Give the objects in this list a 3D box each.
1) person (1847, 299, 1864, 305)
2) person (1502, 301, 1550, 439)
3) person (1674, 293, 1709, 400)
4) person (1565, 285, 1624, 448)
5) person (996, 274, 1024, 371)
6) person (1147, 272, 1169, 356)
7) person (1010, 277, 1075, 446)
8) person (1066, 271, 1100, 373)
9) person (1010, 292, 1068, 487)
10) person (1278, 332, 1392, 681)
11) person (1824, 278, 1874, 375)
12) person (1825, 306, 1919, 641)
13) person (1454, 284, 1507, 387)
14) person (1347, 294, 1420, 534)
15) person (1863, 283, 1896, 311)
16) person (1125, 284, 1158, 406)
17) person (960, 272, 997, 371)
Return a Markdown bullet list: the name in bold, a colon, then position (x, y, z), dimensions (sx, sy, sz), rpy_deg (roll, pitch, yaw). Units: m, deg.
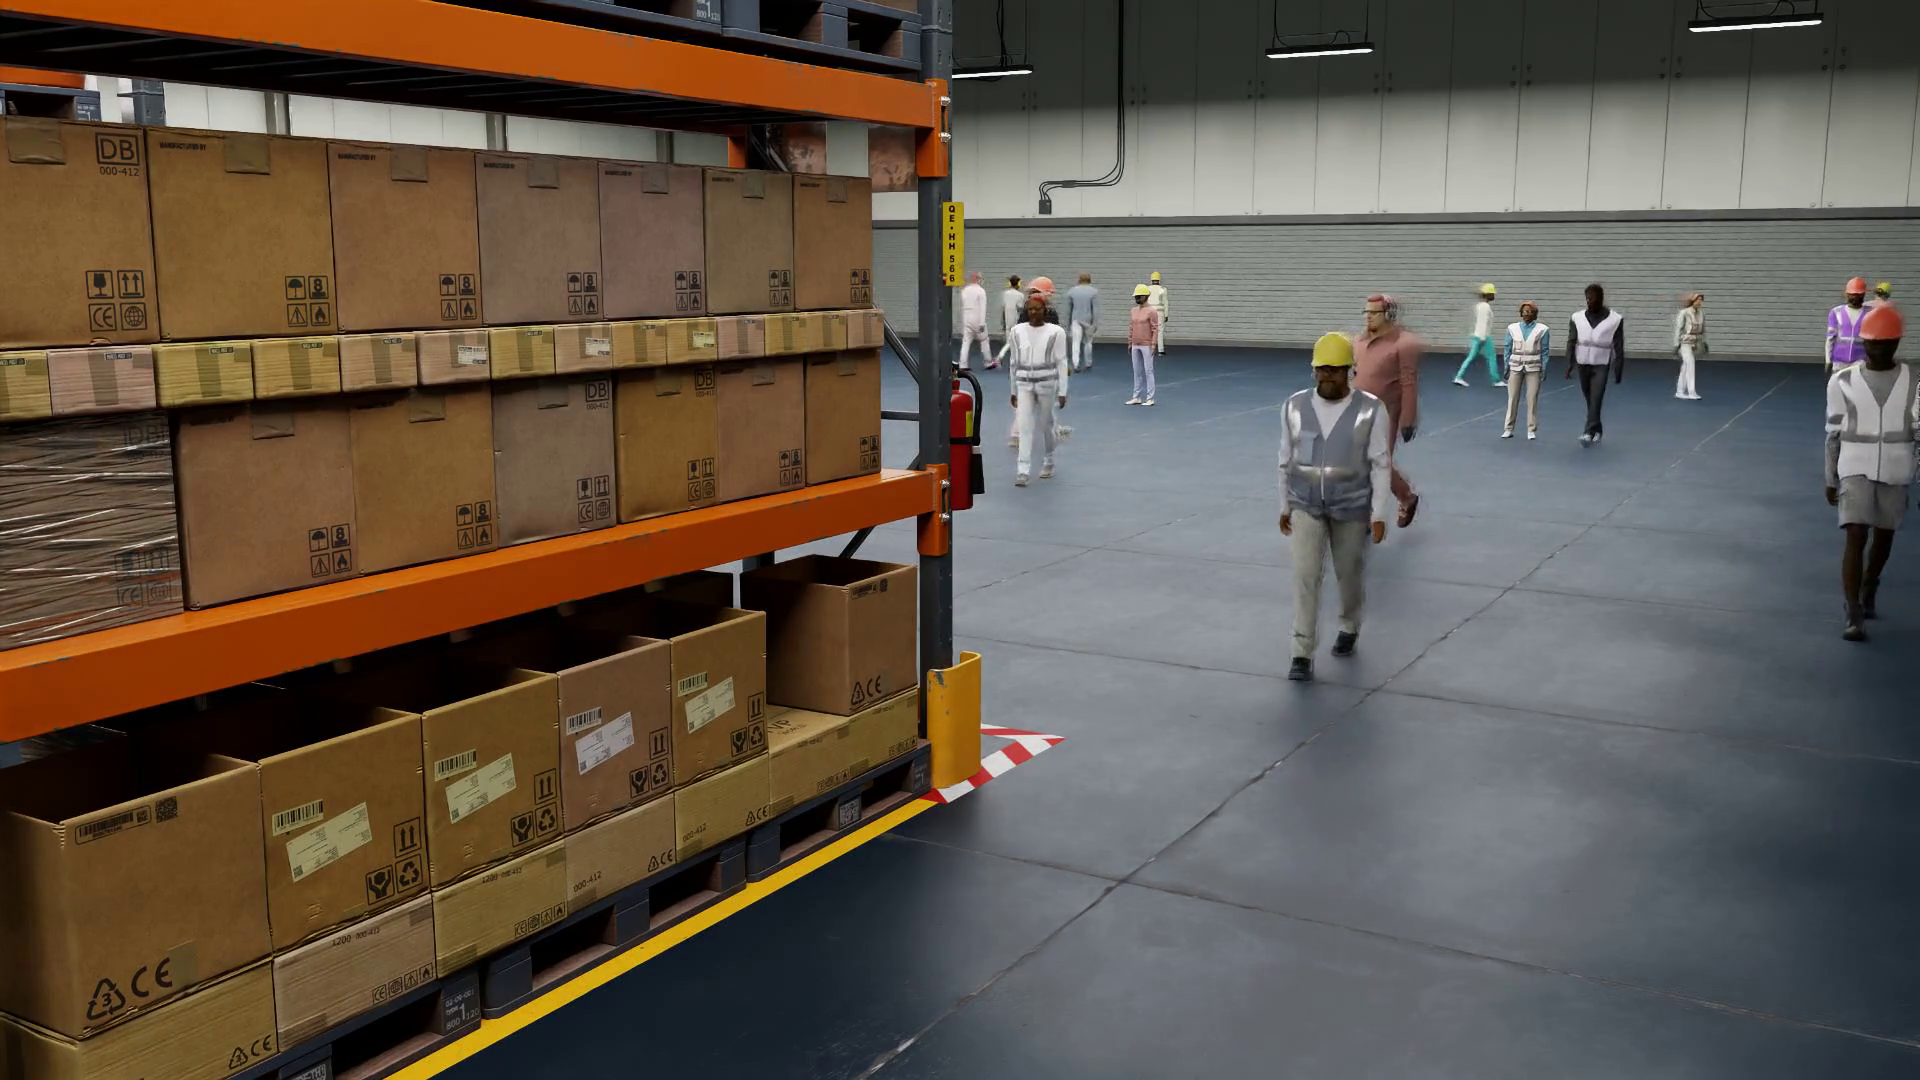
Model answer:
- **person**: position (15.619, -3.584, 29.095), dimensions (0.740, 1.605, 0.507), rpy_deg (-9, 13, -43)
- **person**: position (6.740, -2.019, 19.828), dimensions (0.513, 1.642, 0.313), rpy_deg (5, 11, 27)
- **person**: position (11.111, -2.911, 25.099), dimensions (0.546, 1.609, 0.700), rpy_deg (-5, 11, -26)
- **person**: position (7.295, -1.999, 19.133), dimensions (0.587, 1.850, 1.081), rpy_deg (7, 12, 36)
- **person**: position (0.957, -4.038, 31.070), dimensions (0.546, 1.844, 0.652), rpy_deg (7, 12, 37)
- **person**: position (4.283, -4.943, 36.373), dimensions (0.589, 1.837, 0.404), rpy_deg (4, 10, 22)
- **person**: position (0.943, -2.049, 19.152), dimensions (1.045, 1.938, 0.631), rpy_deg (-6, 11, -32)
- **person**: position (2.294, -4.093, 31.245), dimensions (0.648, 1.895, 1.010), rpy_deg (3, 10, 15)
- **person**: position (0.760, -1.463, 16.023), dimensions (0.596, 1.837, 1.000), rpy_deg (3, 10, 16)
- **person**: position (1.975, -0.206, 8.792), dimensions (0.607, 1.792, 0.915), rpy_deg (4, 11, 23)
- **person**: position (10.625, -2.159, 19.853), dimensions (0.548, 1.910, 0.736), rpy_deg (5, 11, 28)
- **person**: position (5.320, -0.412, 9.681), dimensions (0.553, 1.905, 0.952), rpy_deg (4, 11, 23)
- **person**: position (8.686, -3.395, 27.653), dimensions (0.898, 1.722, 0.536), rpy_deg (1, 10, 4)
- **person**: position (3.262, -0.966, 12.940), dimensions (0.564, 1.890, 0.649), rpy_deg (-7, 12, -34)
- **person**: position (14.895, -3.295, 27.049), dimensions (0.550, 1.735, 0.377), rpy_deg (8, 13, 40)
- **person**: position (2.642, -2.830, 24.210), dimensions (0.324, 1.767, 0.533), rpy_deg (-8, 13, -40)
- **person**: position (0.355, -4.144, 31.625), dimensions (0.932, 1.858, 0.655), rpy_deg (-9, 13, -44)
